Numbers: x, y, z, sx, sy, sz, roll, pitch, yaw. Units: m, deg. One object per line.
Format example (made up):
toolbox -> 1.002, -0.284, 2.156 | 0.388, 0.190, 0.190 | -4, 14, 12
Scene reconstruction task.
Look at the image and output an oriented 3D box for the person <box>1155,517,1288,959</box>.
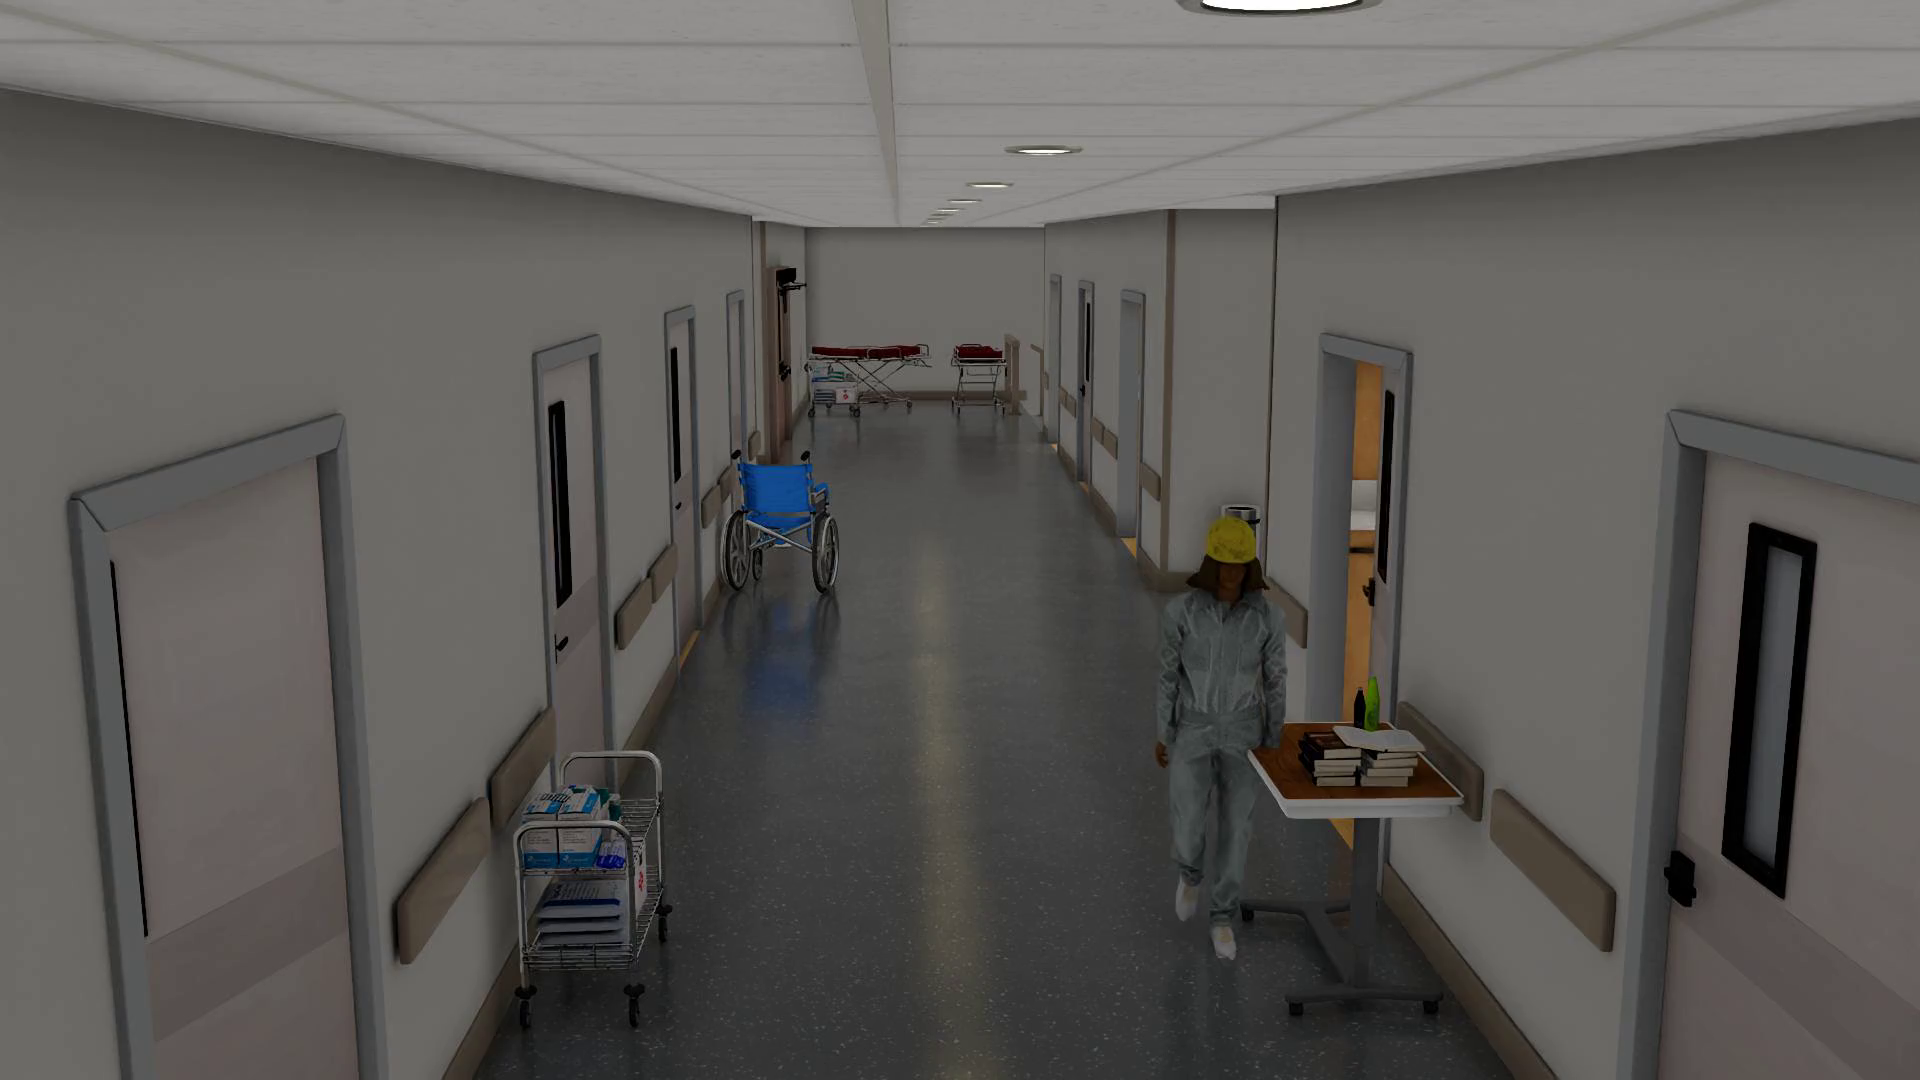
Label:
person -> 1.016, 0.756, 6.490 | 0.508, 1.728, 0.402 | 0, 10, 2
